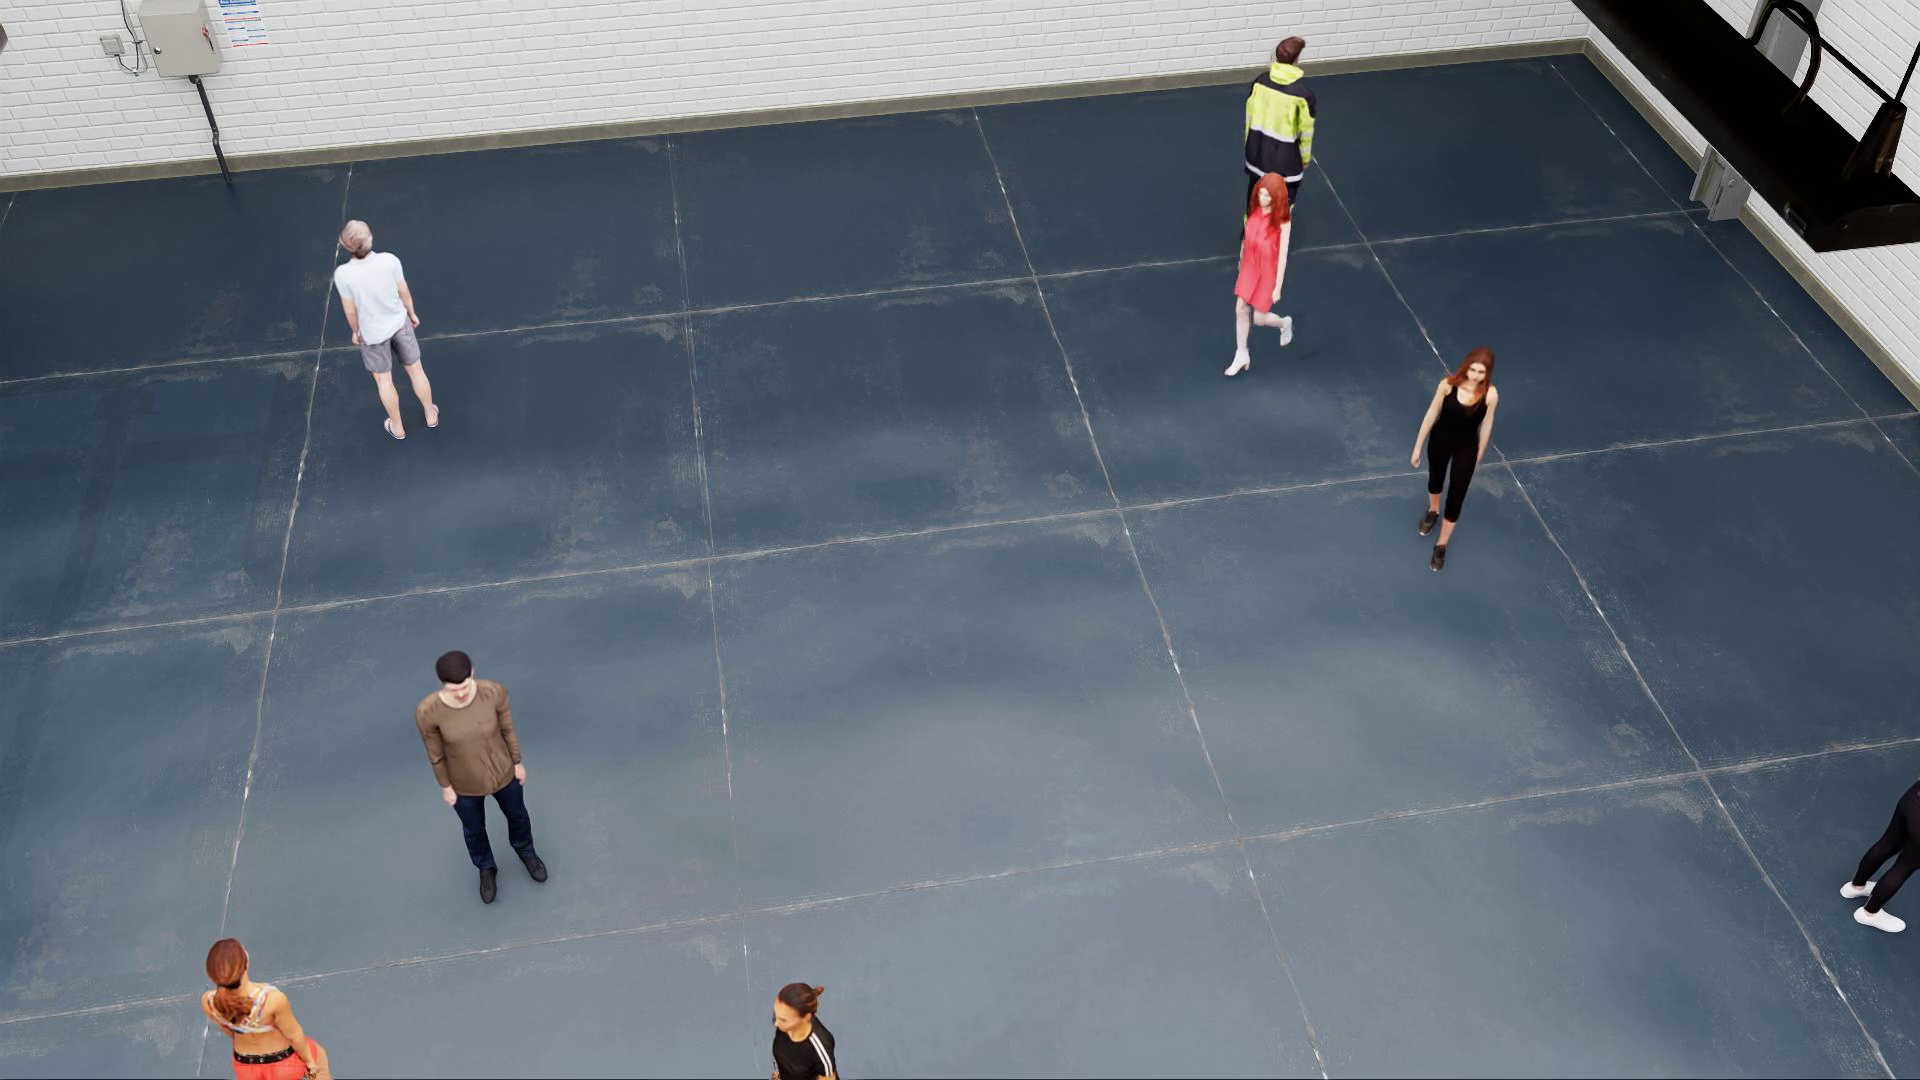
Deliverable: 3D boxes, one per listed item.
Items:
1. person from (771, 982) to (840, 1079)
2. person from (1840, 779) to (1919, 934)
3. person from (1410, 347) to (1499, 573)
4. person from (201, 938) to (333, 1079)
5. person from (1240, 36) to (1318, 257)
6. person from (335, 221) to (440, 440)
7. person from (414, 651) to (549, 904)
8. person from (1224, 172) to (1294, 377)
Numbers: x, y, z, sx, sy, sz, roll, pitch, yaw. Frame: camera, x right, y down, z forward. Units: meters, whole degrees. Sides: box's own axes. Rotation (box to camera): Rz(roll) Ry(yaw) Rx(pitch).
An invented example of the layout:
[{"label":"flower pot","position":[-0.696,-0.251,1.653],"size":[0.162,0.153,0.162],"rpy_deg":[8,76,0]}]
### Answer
[{"label":"person","position":[-0.652,2.594,8.007],"size":[0.781,1.662,0.688],"rpy_deg":[-27,50,-26]},{"label":"person","position":[5.275,1.504,9.094],"size":[0.688,1.742,0.529],"rpy_deg":[2,44,2]},{"label":"person","position":[3.409,-0.689,11.424],"size":[0.883,1.703,0.974],"rpy_deg":[22,48,22]},{"label":"person","position":[-3.302,2.569,7.955],"size":[0.596,1.772,0.646],"rpy_deg":[-5,44,-5]},{"label":"person","position":[2.644,-3.274,13.934],"size":[0.886,1.985,0.962],"rpy_deg":[29,51,27]},{"label":"person","position":[-4.228,-1.544,12.228],"size":[0.718,1.832,0.684],"rpy_deg":[-22,48,-21]},{"label":"person","position":[-2.660,1.274,9.230],"size":[0.714,1.887,0.676],"rpy_deg":[-19,47,-19]},{"label":"person","position":[2.376,-2.043,12.771],"size":[0.909,1.806,0.929],"rpy_deg":[-26,49,-25]}]
